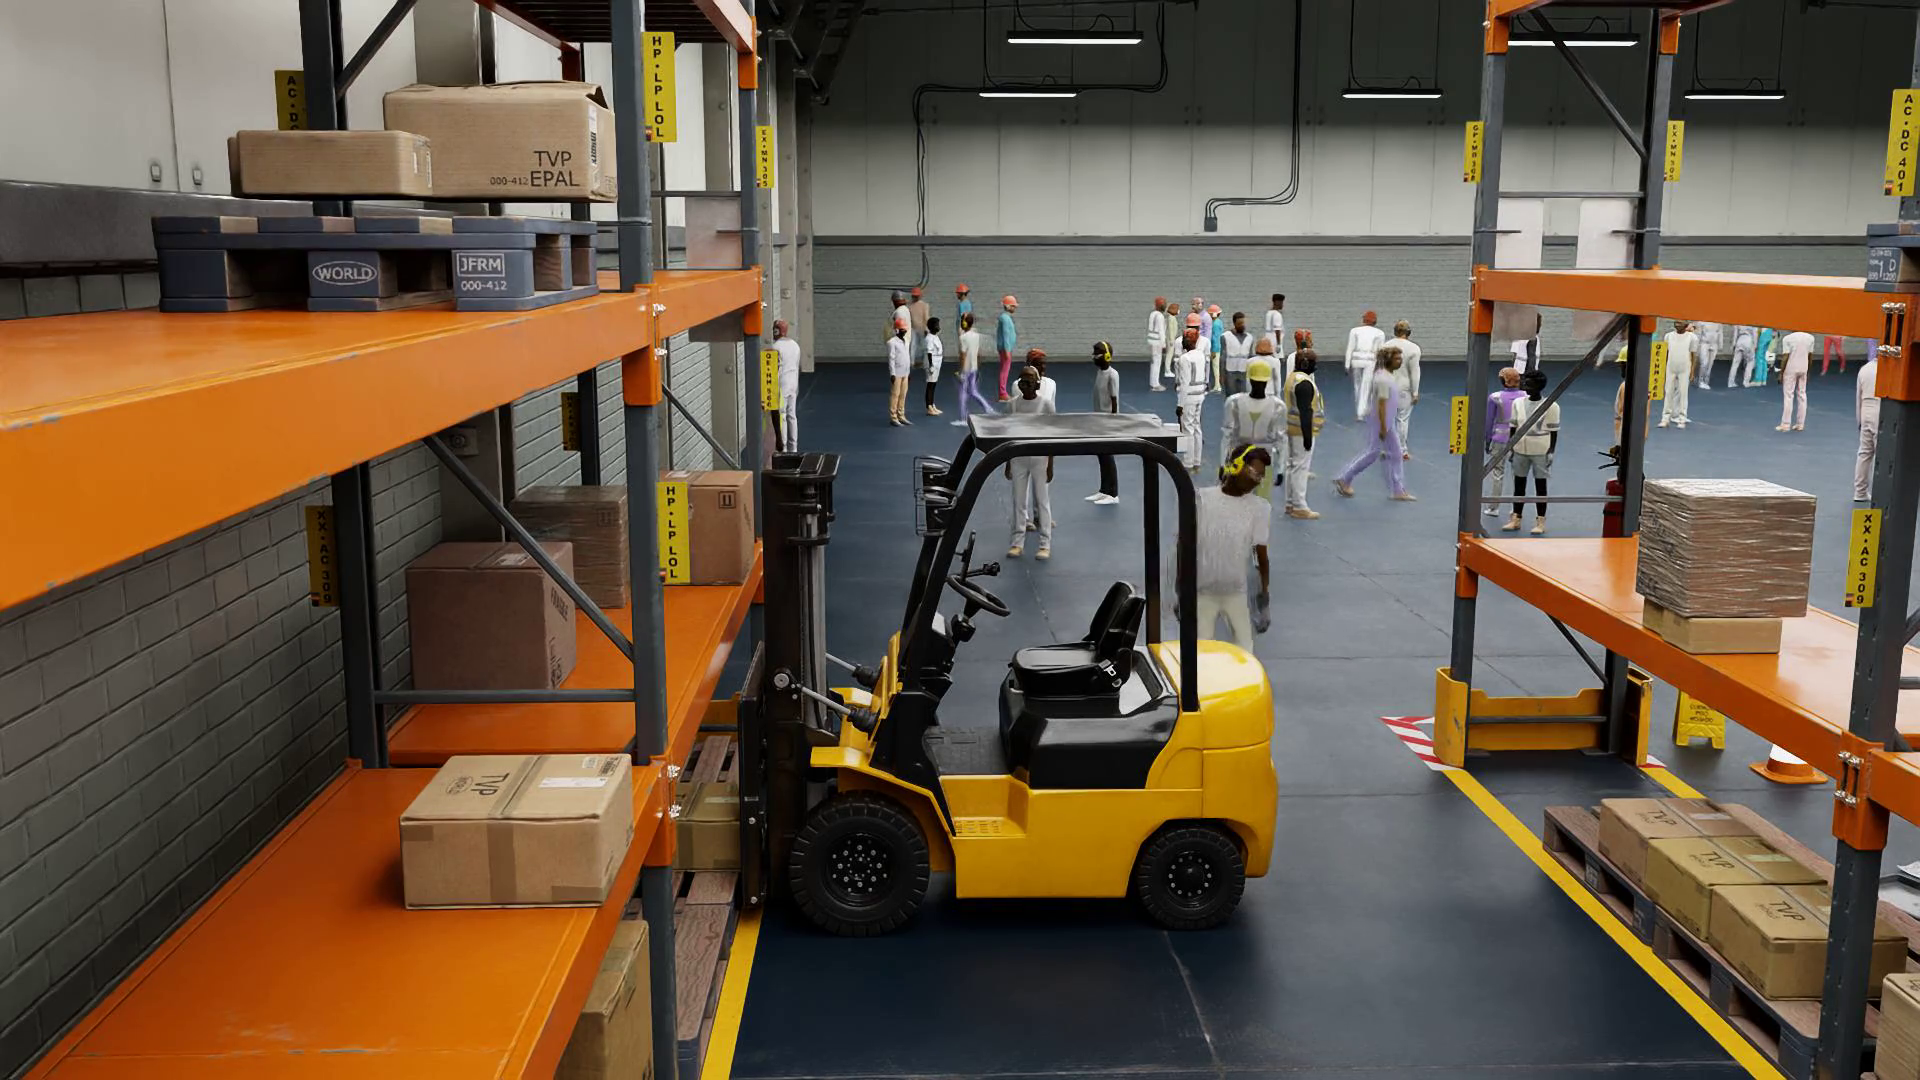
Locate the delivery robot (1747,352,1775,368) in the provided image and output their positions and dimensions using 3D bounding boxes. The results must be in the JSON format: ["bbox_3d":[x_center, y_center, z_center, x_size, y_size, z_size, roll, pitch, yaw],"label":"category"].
[{"bbox_3d":[18.479,-4.206,38.369,0.707,0.478,0.477,-8,13,-37],"label":"delivery robot"}]

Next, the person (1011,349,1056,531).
[{"bbox_3d":[0.784,-1.044,17.318,0.575,1.883,0.355,-8,13,-39],"label":"person"}]

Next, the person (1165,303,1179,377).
[{"bbox_3d":[4.713,-4.438,36.946,0.282,1.626,0.500,2,10,10],"label":"person"}]

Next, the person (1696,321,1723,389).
[{"bbox_3d":[15.231,-3.916,33.749,0.504,1.717,0.533,0,10,-1],"label":"person"}]

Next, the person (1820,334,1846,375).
[{"bbox_3d":[19.679,-4.578,37.394,0.708,1.748,0.532,-8,13,-38],"label":"person"}]

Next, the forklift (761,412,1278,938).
[{"bbox_3d":[0.291,0.548,7.580,2.313,2.155,1.214,0,10,-2],"label":"forklift"}]

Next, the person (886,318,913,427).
[{"bbox_3d":[-0.967,-2.724,27.033,0.325,1.752,0.559,6,12,29],"label":"person"}]

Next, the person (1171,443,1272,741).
[{"bbox_3d":[1.562,0.335,9.795,0.649,1.835,0.367,1,10,4],"label":"person"}]

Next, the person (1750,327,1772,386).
[{"bbox_3d":[16.646,-4.109,34.539,0.518,1.835,0.352,-9,14,-42],"label":"person"}]

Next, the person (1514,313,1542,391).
[{"bbox_3d":[8.752,-2.556,25.669,0.397,1.911,0.588,1,10,5],"label":"person"}]

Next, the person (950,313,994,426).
[{"bbox_3d":[0.172,-2.745,26.901,0.721,1.851,0.514,8,13,37],"label":"person"}]

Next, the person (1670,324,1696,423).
[{"bbox_3d":[11.981,-2.757,27.534,0.308,1.639,0.524,9,13,40],"label":"person"}]

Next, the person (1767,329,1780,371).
[{"bbox_3d":[18.901,-4.845,38.524,0.327,1.874,0.519,7,12,34],"label":"person"}]

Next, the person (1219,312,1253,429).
[{"bbox_3d":[4.302,-2.609,25.994,0.621,1.904,0.487,-4,11,-23],"label":"person"}]

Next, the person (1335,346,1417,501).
[{"bbox_3d":[4.834,-1.351,19.275,0.898,1.817,0.533,5,11,26],"label":"person"}]

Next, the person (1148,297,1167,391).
[{"bbox_3d":[3.963,-3.937,33.454,0.360,1.877,0.607,-2,10,-11],"label":"person"}]

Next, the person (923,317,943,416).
[{"bbox_3d":[-0.463,-2.994,28.696,0.318,1.699,0.535,2,10,10],"label":"person"}]

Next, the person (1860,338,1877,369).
[{"bbox_3d":[21.357,-4.909,38.956,0.327,1.842,0.517,8,13,39],"label":"person"}]

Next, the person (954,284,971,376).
[{"bbox_3d":[0.051,-4.696,37.211,0.376,2.042,0.615,2,10,12],"label":"person"}]

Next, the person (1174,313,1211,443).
[{"bbox_3d":[3.446,-2.391,24.665,0.551,1.937,0.357,-1,10,-5],"label":"person"}]

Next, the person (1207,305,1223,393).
[{"bbox_3d":[5.037,-3.776,32.930,0.352,1.744,0.571,2,10,9],"label":"person"}]

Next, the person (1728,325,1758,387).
[{"bbox_3d":[16.156,-3.995,34.230,0.520,1.709,0.504,-5,11,-25],"label":"person"}]

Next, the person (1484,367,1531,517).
[{"bbox_3d":[5.959,-1.058,18.099,0.515,1.634,0.313,0,10,-2],"label":"person"}]

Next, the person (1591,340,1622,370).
[{"bbox_3d":[15.274,-4.923,38.880,0.886,1.914,0.625,-4,11,-20],"label":"person"}]

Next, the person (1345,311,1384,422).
[{"bbox_3d":[6.774,-2.913,27.844,0.616,1.827,1.024,5,11,25],"label":"person"}]

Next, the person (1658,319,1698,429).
[{"bbox_3d":[11.497,-2.696,26.624,0.508,1.844,0.336,8,13,38],"label":"person"}]

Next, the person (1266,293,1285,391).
[{"bbox_3d":[6.381,-3.989,33.546,0.408,1.953,0.609,-1,10,-8],"label":"person"}]

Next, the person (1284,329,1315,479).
[{"bbox_3d":[4.310,-1.721,21.085,0.345,1.882,0.584,-2,10,-9],"label":"person"}]

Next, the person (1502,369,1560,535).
[{"bbox_3d":[5.866,-0.905,17.049,0.322,1.699,0.536,-10,14,-43],"label":"person"}]

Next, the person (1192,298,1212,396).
[{"bbox_3d":[4.614,-3.754,32.349,0.401,1.906,0.651,-5,11,-24],"label":"person"}]

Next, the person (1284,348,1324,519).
[{"bbox_3d":[3.728,-1.156,18.077,0.429,1.841,0.638,-1,10,-3],"label":"person"}]

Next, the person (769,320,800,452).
[{"bbox_3d":[-2.499,-2.113,23.203,0.408,1.906,0.654,5,11,26],"label":"person"}]

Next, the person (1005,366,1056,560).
[{"bbox_3d":[0.657,-0.725,15.685,0.502,1.837,0.349,5,11,24],"label":"person"}]

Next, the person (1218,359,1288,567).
[{"bbox_3d":[2.728,-0.731,15.491,0.631,1.911,0.629,2,10,13],"label":"person"}]

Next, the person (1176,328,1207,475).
[{"bbox_3d":[2.959,-1.786,21.447,0.350,1.882,0.583,7,12,33],"label":"person"}]

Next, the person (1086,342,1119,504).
[{"bbox_3d":[1.652,-1.334,19.008,0.320,1.860,0.520,-3,11,-15],"label":"person"}]

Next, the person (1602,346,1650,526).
[{"bbox_3d":[6.965,-1.071,17.345,0.374,1.923,0.595,9,13,41],"label":"person"}]

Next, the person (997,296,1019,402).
[{"bbox_3d":[0.897,-3.576,31.153,0.411,1.986,0.603,1,10,7],"label":"person"}]

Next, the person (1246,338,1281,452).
[{"bbox_3d":[4.308,-2.053,23.623,0.500,1.636,0.282,4,11,22],"label":"person"}]

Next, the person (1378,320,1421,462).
[{"bbox_3d":[5.984,-2.035,22.709,0.367,1.933,0.627,-10,14,-43],"label":"person"}]

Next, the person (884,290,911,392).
[{"bbox_3d":[-1.244,-3.948,33.052,0.537,2.000,0.689,1,10,8],"label":"person"}]

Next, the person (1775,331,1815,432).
[{"bbox_3d":[13.132,-2.610,26.166,0.504,1.839,0.344,-1,10,-5],"label":"person"}]

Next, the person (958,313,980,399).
[{"bbox_3d":[0.171,-3.514,31.746,0.514,1.642,0.311,9,14,42],"label":"person"}]

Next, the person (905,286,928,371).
[{"bbox_3d":[-0.988,-4.958,38.919,0.620,1.964,0.857,3,11,15],"label":"person"}]
